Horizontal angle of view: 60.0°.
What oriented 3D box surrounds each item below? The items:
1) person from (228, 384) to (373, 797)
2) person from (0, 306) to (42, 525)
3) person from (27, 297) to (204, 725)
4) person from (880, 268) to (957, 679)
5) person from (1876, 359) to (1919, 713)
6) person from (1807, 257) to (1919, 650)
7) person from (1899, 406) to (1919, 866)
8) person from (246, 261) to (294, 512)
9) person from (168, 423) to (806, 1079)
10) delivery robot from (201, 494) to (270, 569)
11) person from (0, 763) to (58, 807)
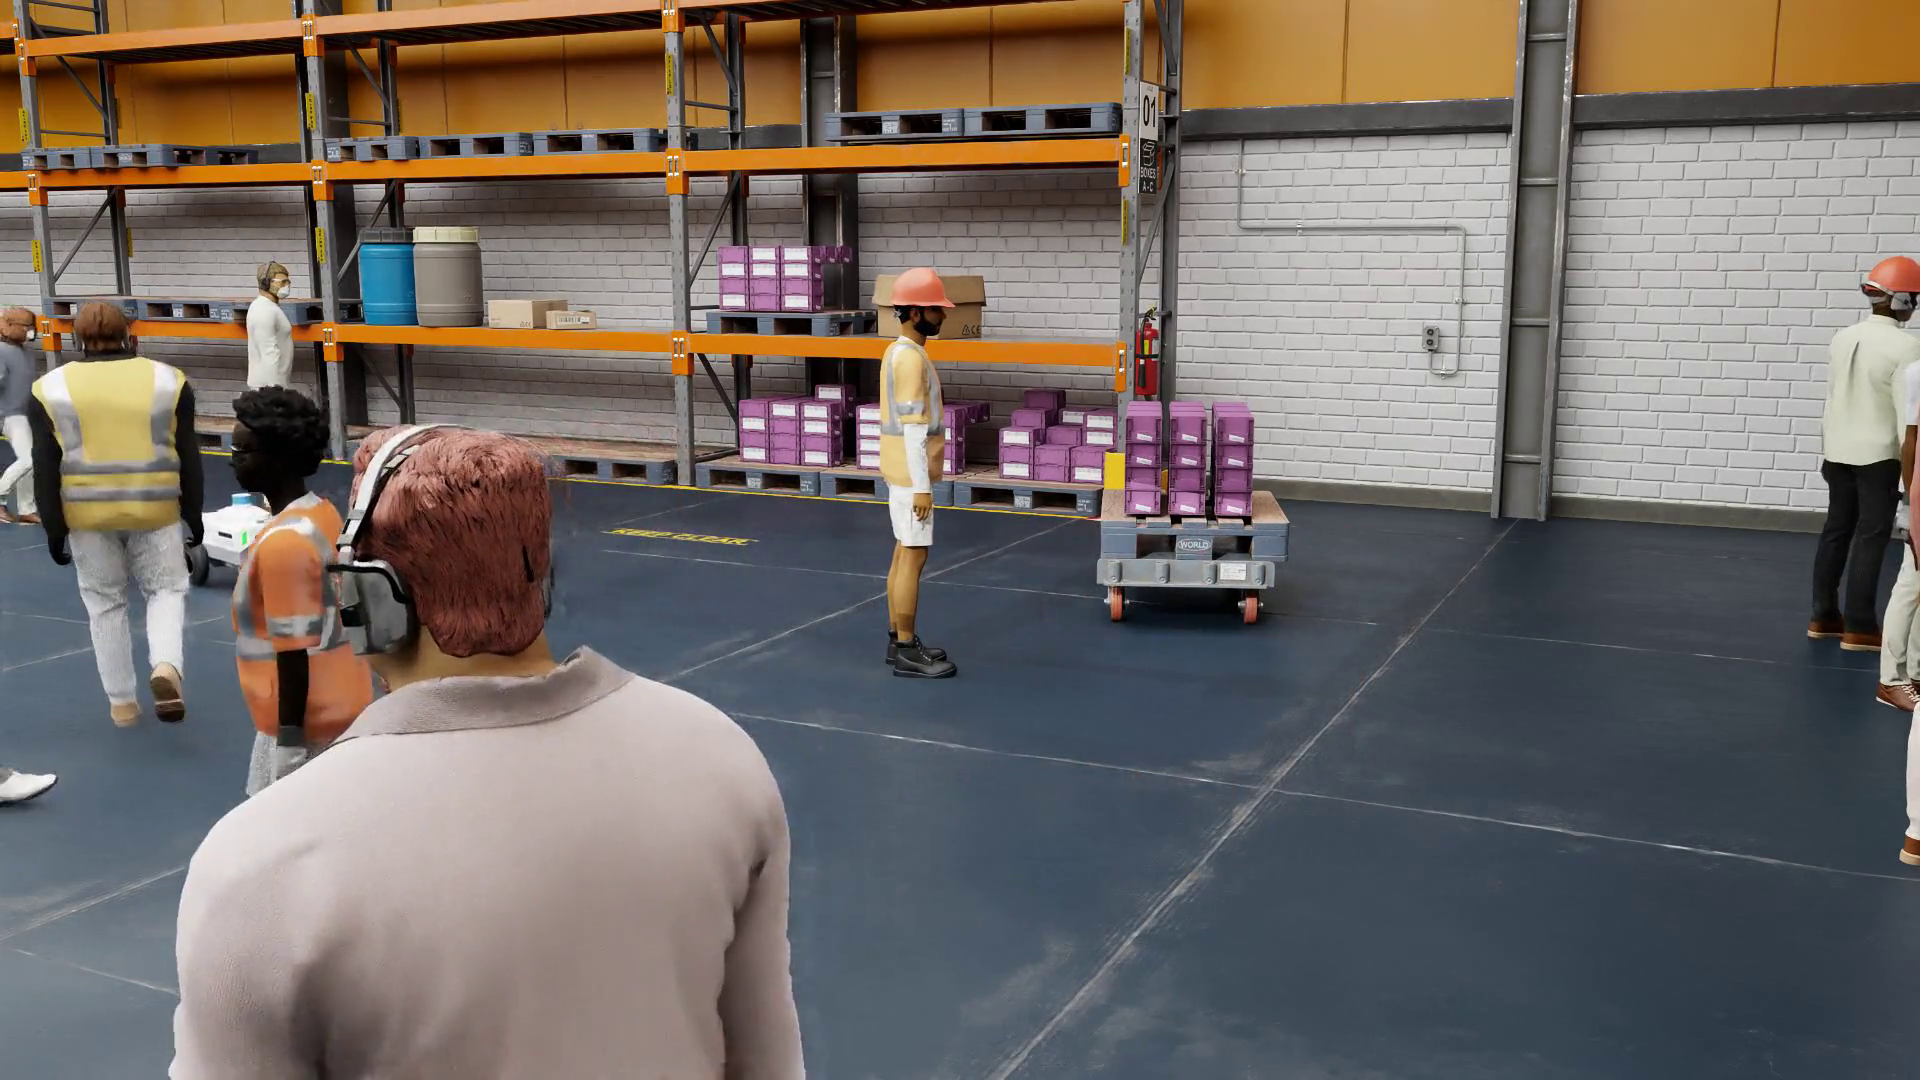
[{"bbox_3d":[-1.674,0.450,4.227,0.356,1.687,0.544,-2,10,-14],"label":"person"},{"bbox_3d":[-6.865,-0.892,12.115,0.362,1.615,0.523,-1,10,-3],"label":"person"},{"bbox_3d":[-3.491,-0.091,6.936,0.641,1.830,0.607,-5,11,-27],"label":"person"},{"bbox_3d":[-0.198,-0.315,7.910,0.356,1.937,0.552,-1,10,-8],"label":"person"},{"bbox_3d":[4.314,-0.178,7.304,0.530,1.876,0.323,-6,12,-31],"label":"person"},{"bbox_3d":[4.635,-0.428,8.442,0.407,1.988,0.635,-2,10,-12],"label":"person"},{"bbox_3d":[3.309,0.117,5.275,0.376,1.995,0.612,-5,11,-24],"label":"person"},{"bbox_3d":[-5.191,-1.132,12.597,0.374,1.936,0.627,-4,11,-21],"label":"person"},{"bbox_3d":[-0.523,0.799,1.798,0.999,1.842,0.655,8,13,40],"label":"person"},{"bbox_3d":[-4.304,-0.035,9.997,0.707,0.478,0.477,9,13,42],"label":"delivery robot"},{"bbox_3d":[-3.847,0.062,5.935,0.994,1.876,0.589,-2,10,-12],"label":"person"}]
